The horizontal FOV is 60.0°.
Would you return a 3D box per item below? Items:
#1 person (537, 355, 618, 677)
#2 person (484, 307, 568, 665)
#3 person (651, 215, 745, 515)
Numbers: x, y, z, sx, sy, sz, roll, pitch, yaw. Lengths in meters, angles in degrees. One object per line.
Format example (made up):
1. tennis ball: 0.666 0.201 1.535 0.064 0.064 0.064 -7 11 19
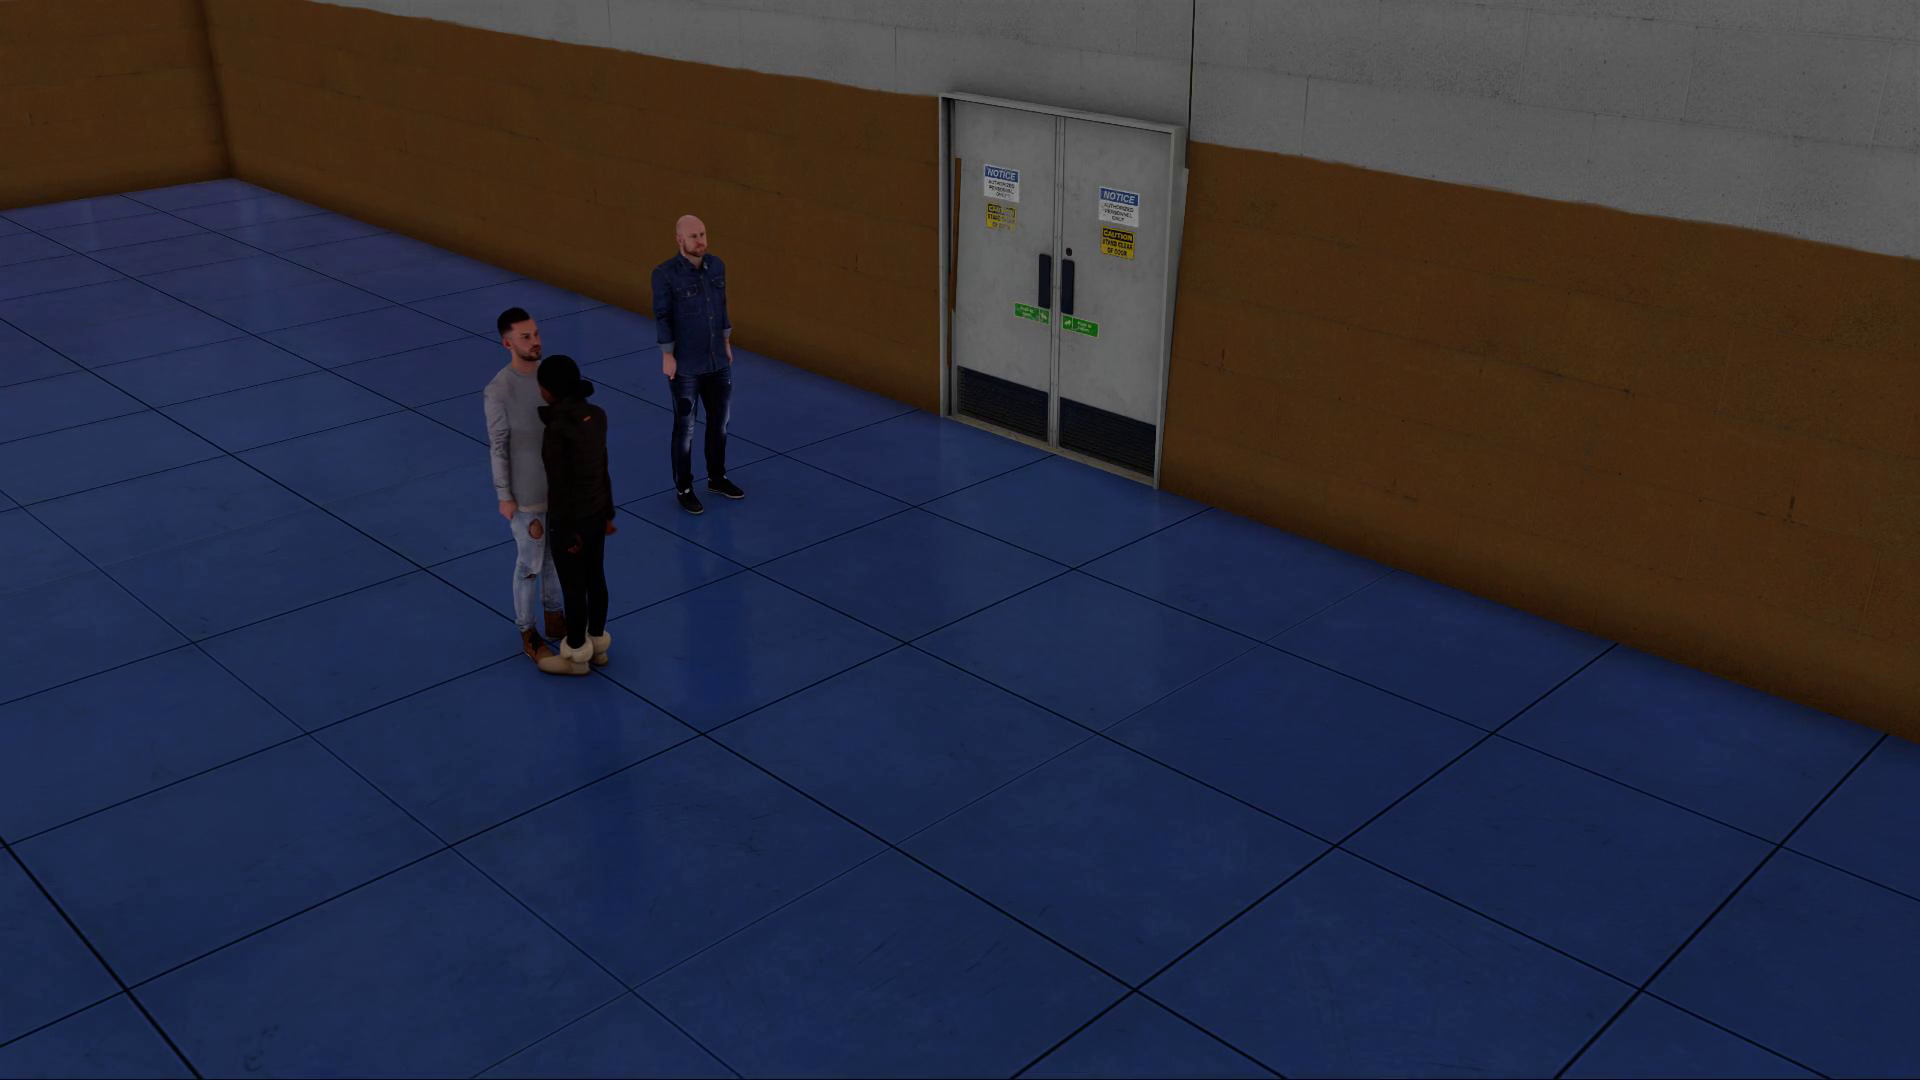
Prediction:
1. person: -1.875 -0.108 8.205 0.717 1.659 0.655 1 24 3
2. person: -2.138 -0.286 8.387 0.800 1.839 0.599 12 26 25
3. person: -1.613 -1.096 10.254 0.781 1.826 0.513 20 31 38
